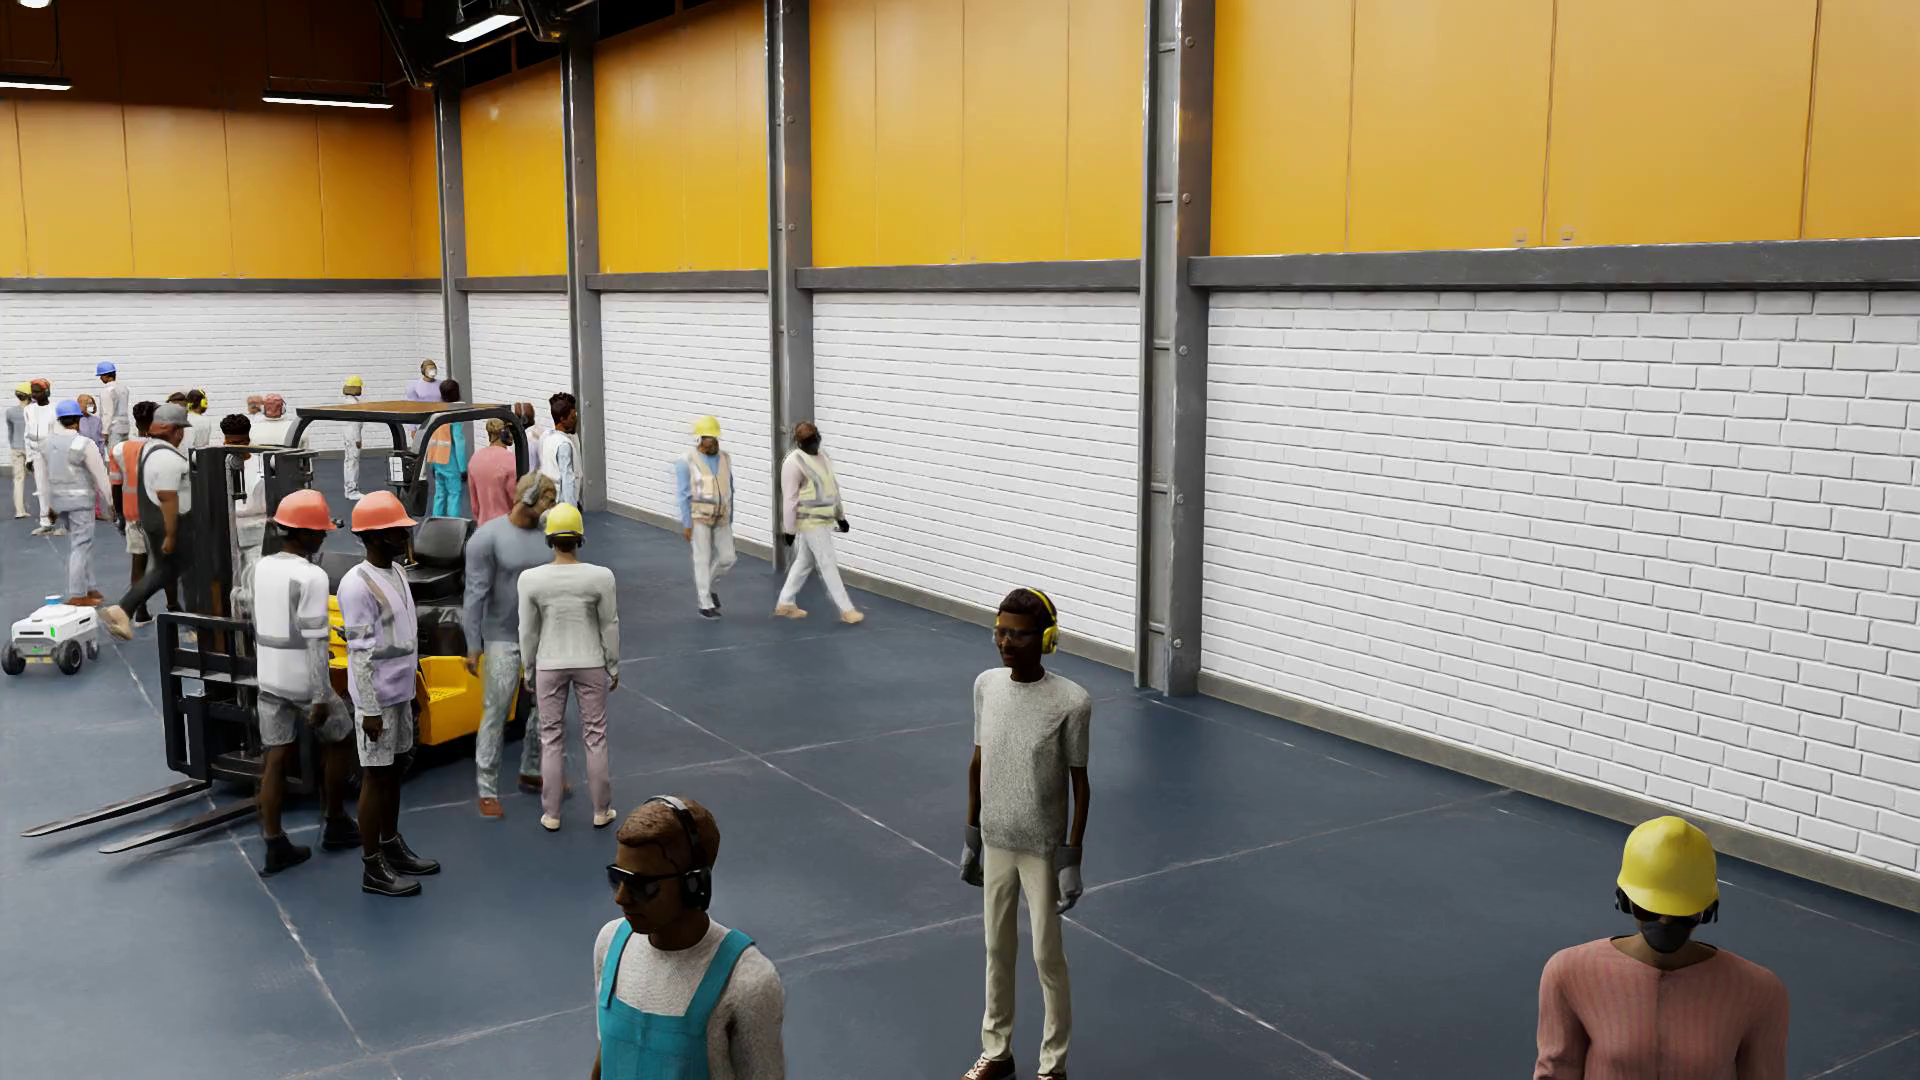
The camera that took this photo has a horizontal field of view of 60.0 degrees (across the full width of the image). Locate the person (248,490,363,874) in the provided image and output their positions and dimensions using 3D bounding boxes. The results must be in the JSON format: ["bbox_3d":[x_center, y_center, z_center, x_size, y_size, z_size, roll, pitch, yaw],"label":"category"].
[{"bbox_3d":[-3.268,0.691,8.411,0.550,1.896,0.762,4,9,25],"label":"person"}]

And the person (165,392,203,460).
[{"bbox_3d":[-8.112,-0.616,17.359,0.506,1.864,0.329,-7,11,-41],"label":"person"}]

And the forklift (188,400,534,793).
[{"bbox_3d":[-3.529,0.258,10.348,1.214,2.155,2.313,4,9,25],"label":"forklift"}]

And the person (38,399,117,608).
[{"bbox_3d":[-8.000,-0.324,15.186,0.687,1.922,0.551,3,9,22],"label":"person"}]

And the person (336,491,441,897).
[{"bbox_3d":[-2.755,0.729,8.020,0.347,1.943,0.544,0,8,2],"label":"person"}]

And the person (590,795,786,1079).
[{"bbox_3d":[-0.603,1.439,3.562,0.511,1.845,0.341,5,10,31],"label":"person"}]

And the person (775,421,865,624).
[{"bbox_3d":[-1.263,-0.151,14.525,0.874,1.778,0.606,2,9,14],"label":"person"}]

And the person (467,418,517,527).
[{"bbox_3d":[-3.645,-0.050,13.283,0.632,1.940,0.372,6,10,35],"label":"person"}]

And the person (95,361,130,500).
[{"bbox_3d":[-11.811,-1.526,23.228,0.397,1.939,0.602,0,8,-2],"label":"person"}]

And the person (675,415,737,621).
[{"bbox_3d":[-2.225,-0.199,14.690,0.591,1.817,0.426,-7,11,-41],"label":"person"}]

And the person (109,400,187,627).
[{"bbox_3d":[-6.989,-0.227,14.378,0.617,1.964,0.361,-1,8,-5],"label":"person"}]

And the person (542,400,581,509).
[{"bbox_3d":[-3.620,-0.317,15.154,0.392,1.919,0.591,-5,10,-28],"label":"person"}]

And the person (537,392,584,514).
[{"bbox_3d":[-3.728,-0.411,15.621,0.372,1.966,0.608,2,9,14],"label":"person"}]

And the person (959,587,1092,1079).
[{"bbox_3d":[0.212,1.085,5.853,0.508,1.876,0.329,6,10,34],"label":"person"}]

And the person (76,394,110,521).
[{"bbox_3d":[-10.951,-1.018,20.873,0.286,1.626,0.496,3,9,21],"label":"person"}]

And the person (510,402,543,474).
[{"bbox_3d":[-4.210,-0.433,16.233,0.430,1.838,0.636,-1,8,-4],"label":"person"}]

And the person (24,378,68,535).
[{"bbox_3d":[-10.855,-0.983,19.793,0.576,1.879,0.356,2,9,10],"label":"person"}]

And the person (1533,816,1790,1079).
[{"bbox_3d":[1.542,1.461,3.715,0.519,1.757,0.338,3,9,18],"label":"person"}]

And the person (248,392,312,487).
[{"bbox_3d":[-6.732,-0.500,16.425,0.641,1.908,0.407,-5,10,-28],"label":"person"}]

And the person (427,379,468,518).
[{"bbox_3d":[-5.795,-0.856,18.796,0.599,1.915,0.383,7,11,39],"label":"person"}]

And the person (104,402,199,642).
[{"bbox_3d":[-6.563,-0.155,13.650,0.805,2.000,0.692,-8,11,-42],"label":"person"}]

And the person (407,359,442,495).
[{"bbox_3d":[-7.574,-1.612,23.815,0.630,1.940,0.372,-6,10,-36],"label":"person"}]

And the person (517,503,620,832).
[{"bbox_3d":[-2.088,0.683,8.913,0.526,1.772,0.307,-2,9,-11],"label":"person"}]

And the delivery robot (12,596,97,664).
[{"bbox_3d":[-6.931,0.672,12.740,0.477,0.478,0.707,0,8,-2],"label":"delivery robot"}]

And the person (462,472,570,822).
[{"bbox_3d":[-2.476,0.572,9.240,0.383,1.902,0.699,7,11,41],"label":"person"}]

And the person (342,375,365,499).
[{"bbox_3d":[-8.474,-1.436,23.314,0.323,1.736,0.485,-6,10,-33],"label":"person"}]
